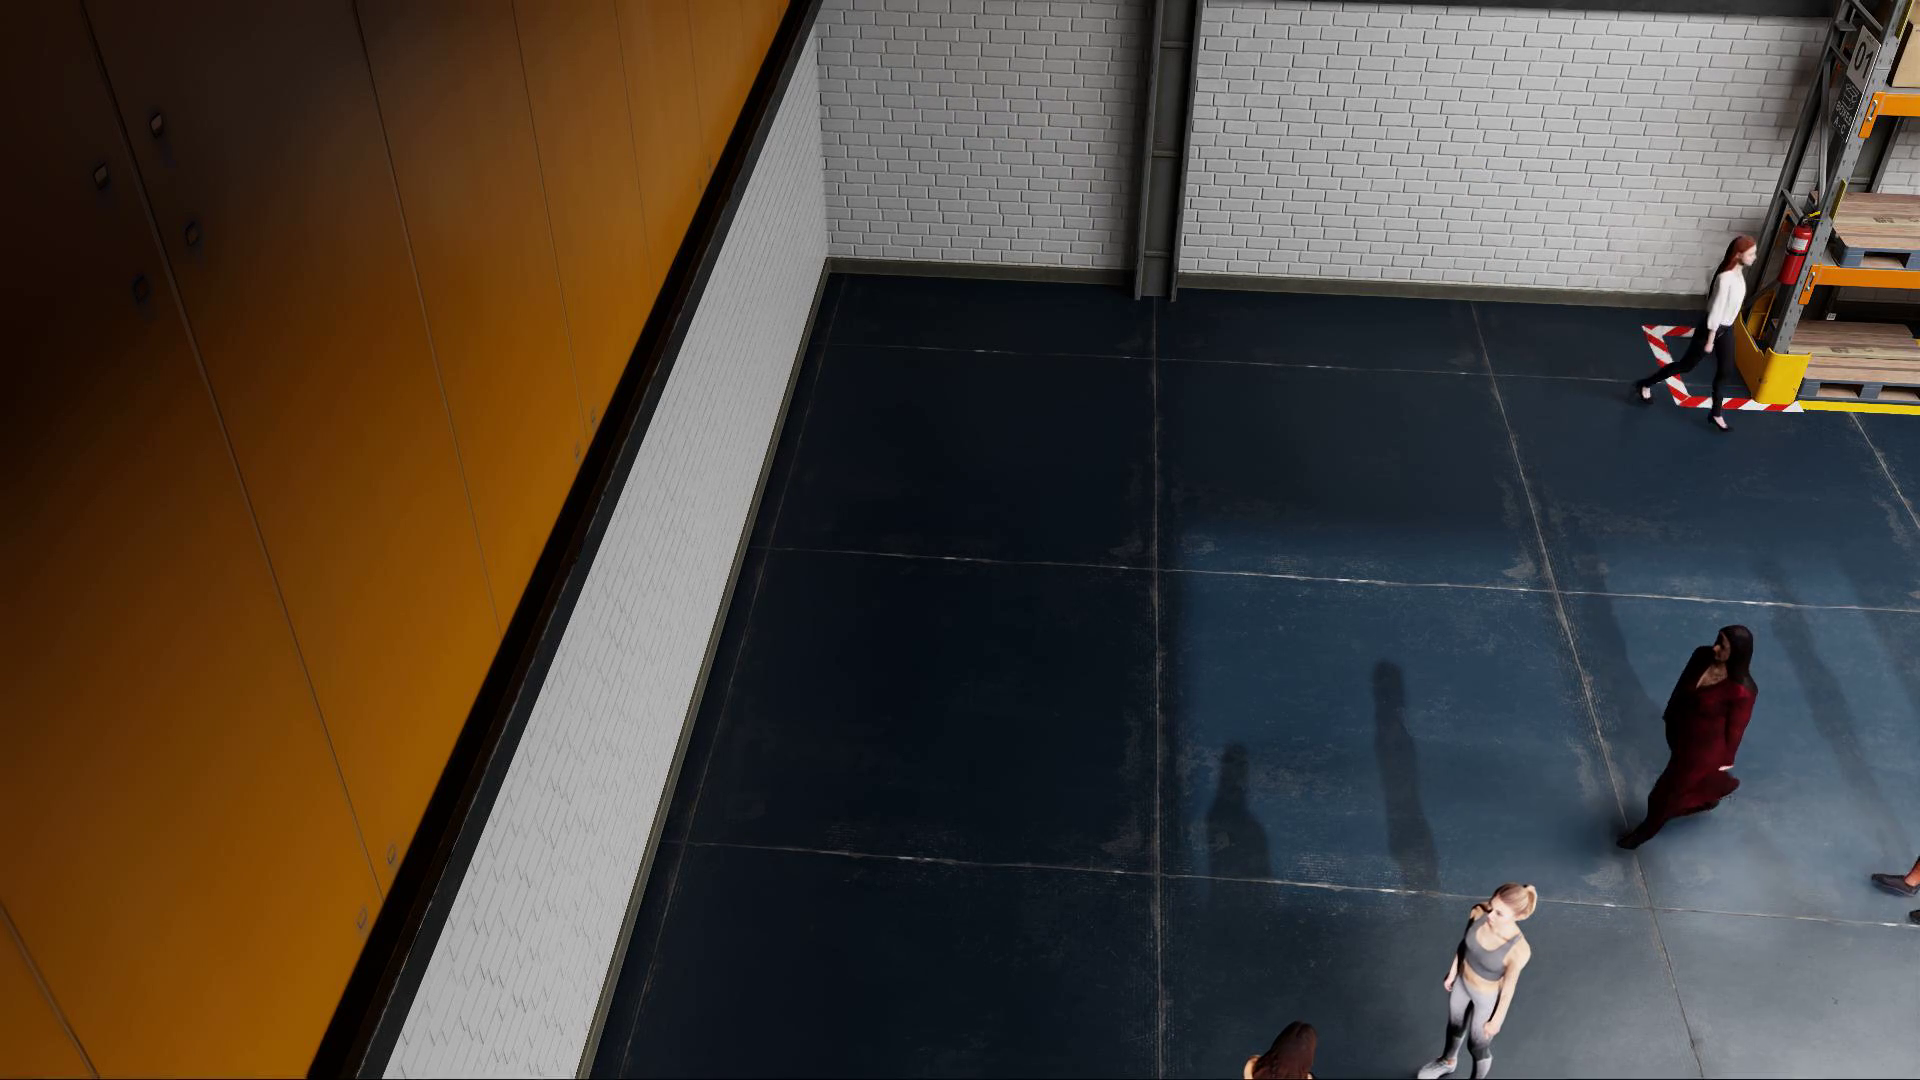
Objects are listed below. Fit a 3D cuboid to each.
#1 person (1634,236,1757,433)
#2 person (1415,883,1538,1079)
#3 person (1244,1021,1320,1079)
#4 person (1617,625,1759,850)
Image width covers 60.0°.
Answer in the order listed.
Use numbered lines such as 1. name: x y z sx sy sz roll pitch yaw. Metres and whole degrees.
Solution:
1. person: 6.143 -1.725 13.771 1.195 1.723 1.019 27 46 30
2. person: 2.722 2.355 8.679 0.655 1.702 0.632 -15 41 -18
3. person: 1.532 2.890 8.022 0.616 1.686 0.727 18 42 21
4. person: 4.584 1.182 10.135 1.182 1.719 0.902 -8 39 -10
